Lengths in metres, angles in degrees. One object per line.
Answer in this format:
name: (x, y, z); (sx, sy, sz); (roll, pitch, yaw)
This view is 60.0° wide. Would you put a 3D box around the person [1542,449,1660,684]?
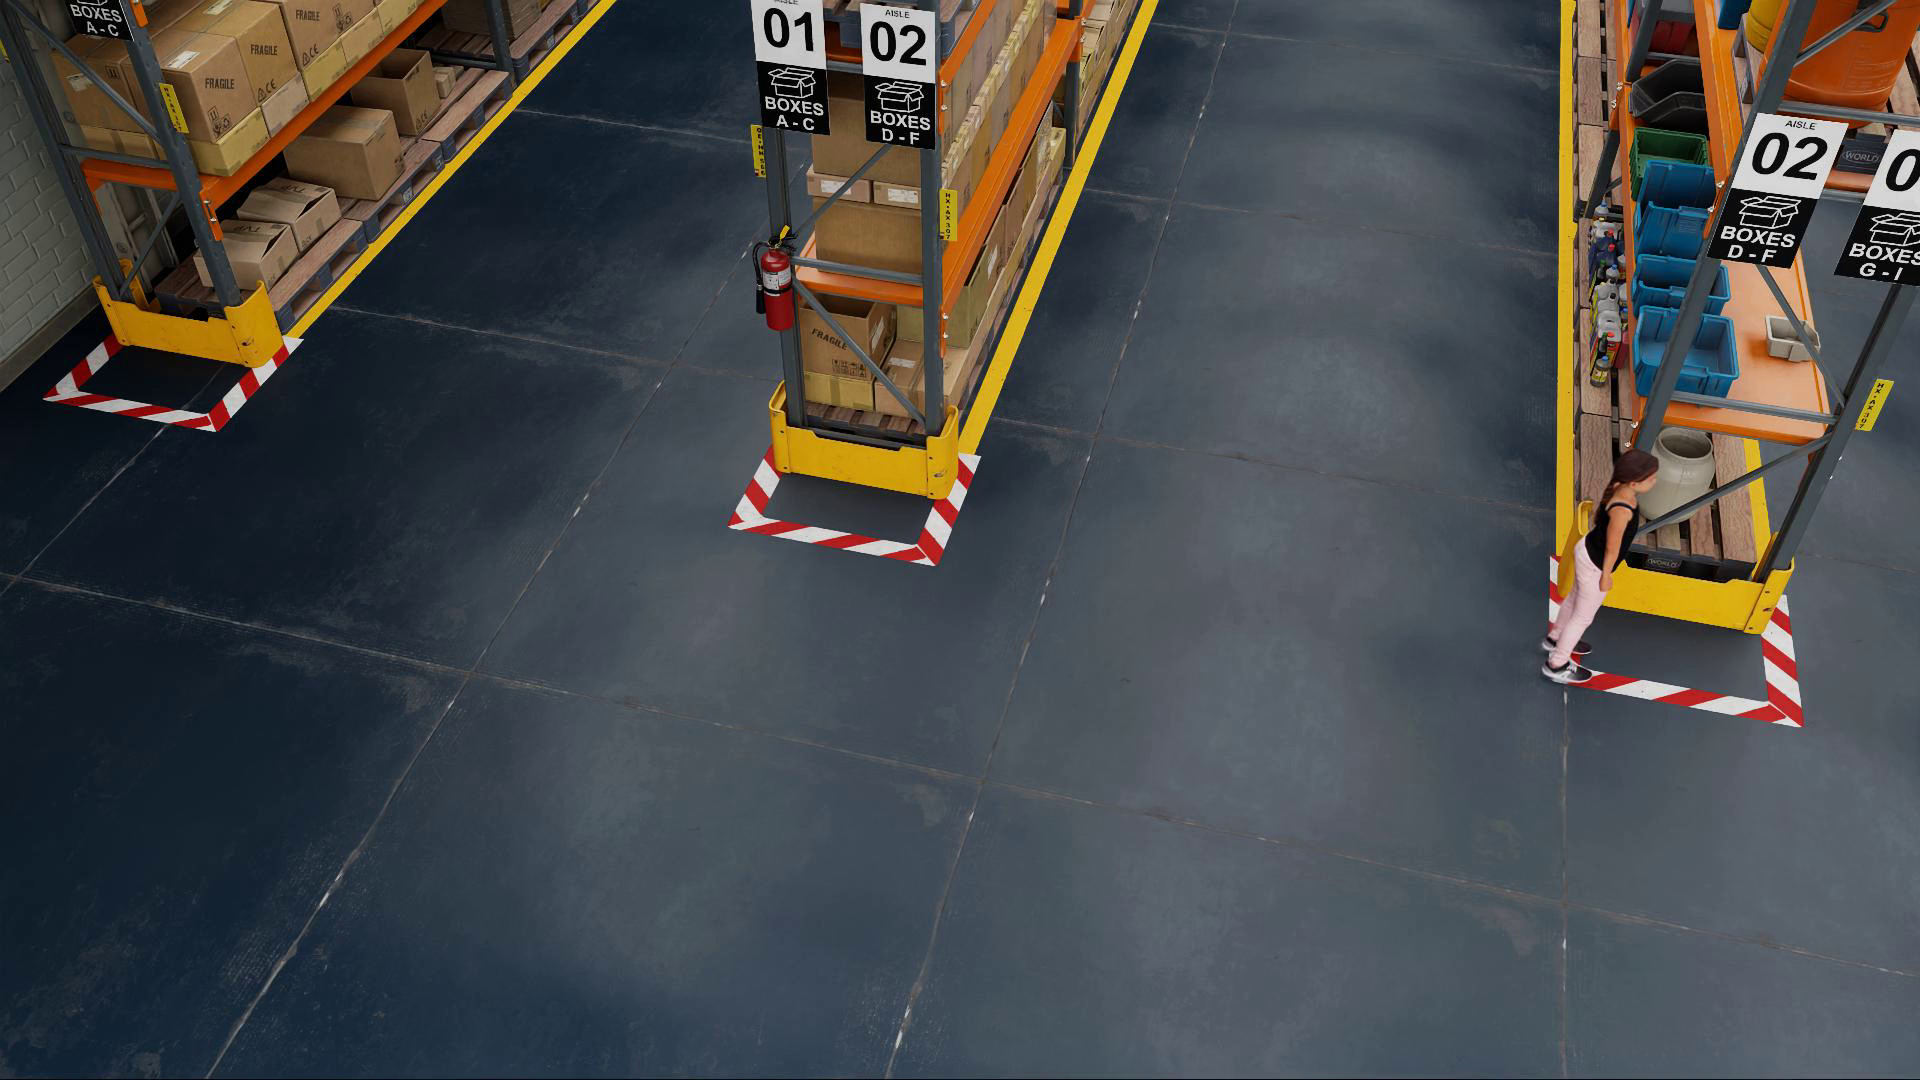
person: (3.435, 0.117, 8.971); (0.564, 1.563, 0.446); (8, 44, 9)
